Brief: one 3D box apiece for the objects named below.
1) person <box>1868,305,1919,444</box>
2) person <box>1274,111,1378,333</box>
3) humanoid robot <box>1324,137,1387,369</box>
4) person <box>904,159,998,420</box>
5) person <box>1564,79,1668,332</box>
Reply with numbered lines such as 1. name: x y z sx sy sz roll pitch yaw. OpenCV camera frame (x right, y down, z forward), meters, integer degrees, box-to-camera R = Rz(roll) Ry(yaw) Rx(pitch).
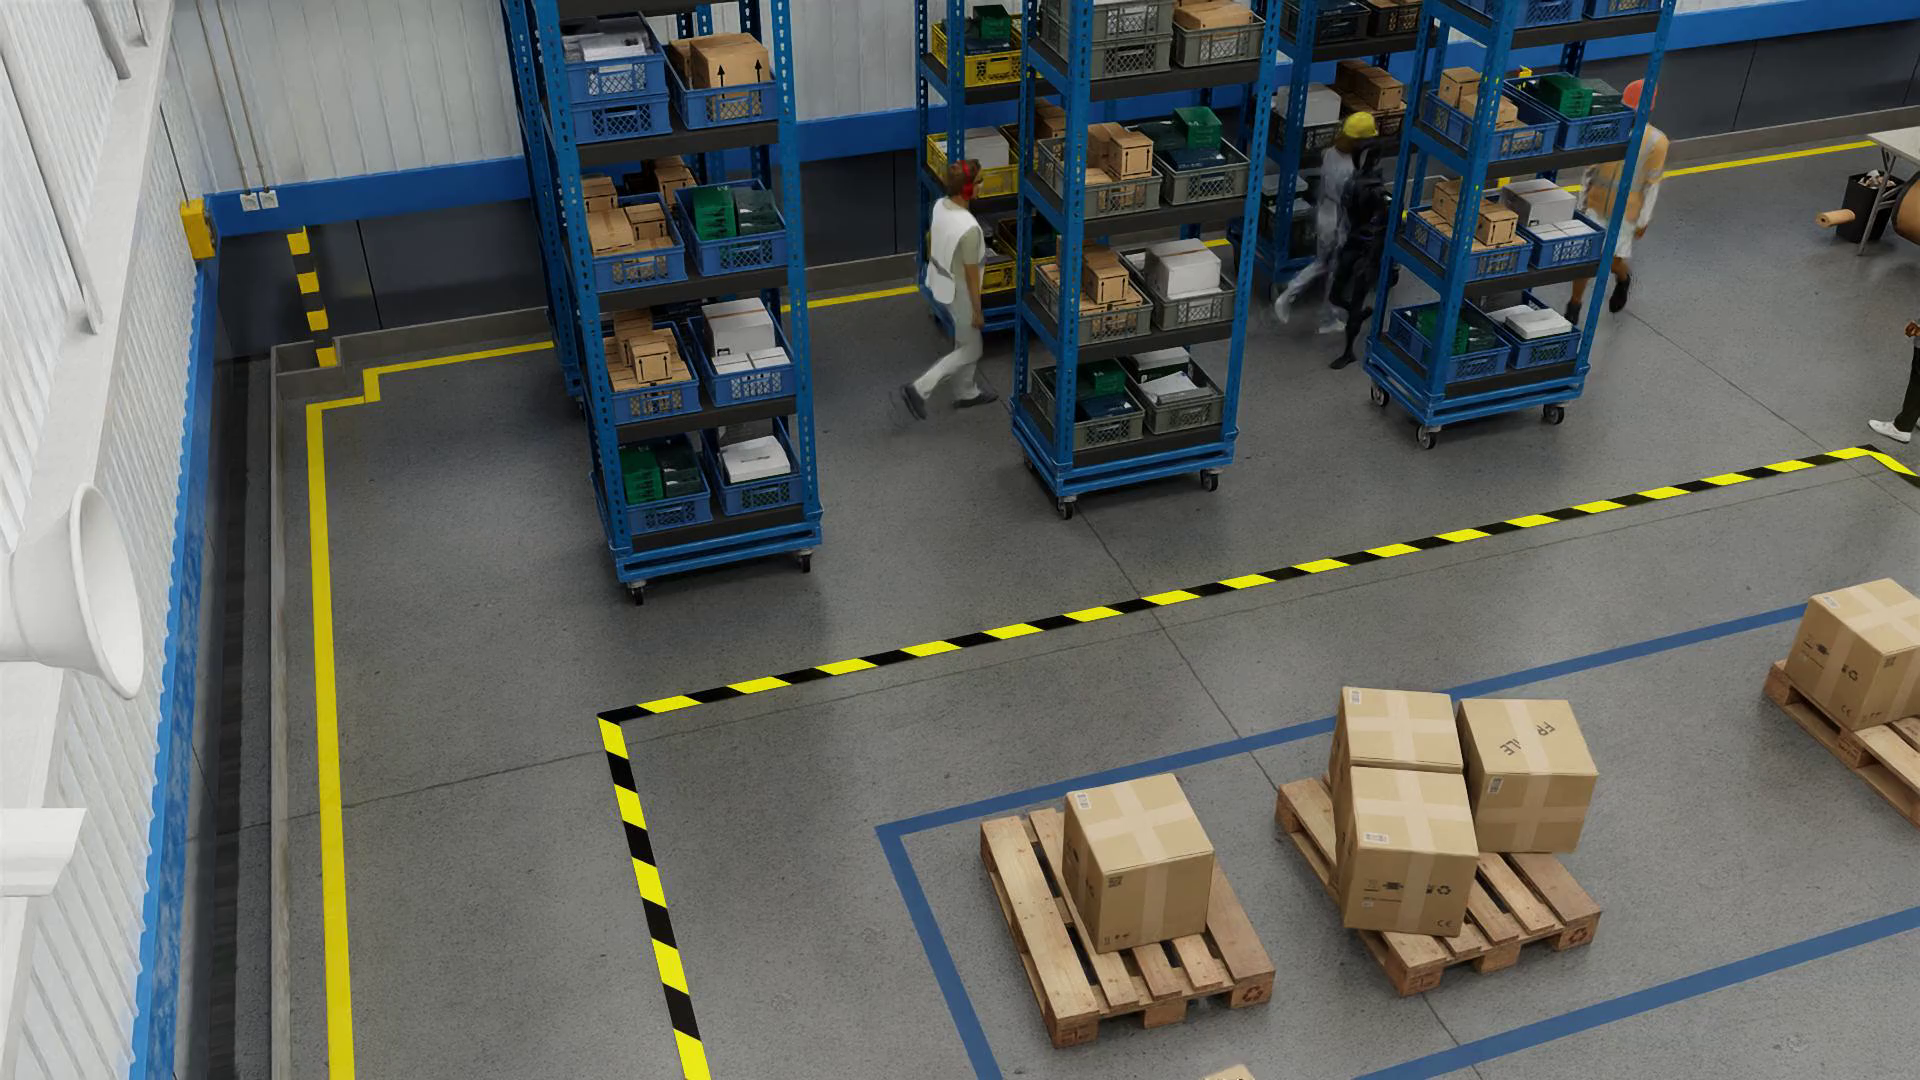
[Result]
1. person: 6.420 -1.487 10.790 0.588 1.852 0.371 -12 37 -16
2. person: 2.658 -2.248 11.977 0.526 1.727 0.489 -12 37 -17
3. humanoid robot: 2.874 -2.042 11.736 0.507 1.646 0.605 -12 37 -16
4. person: -0.049 -1.627 11.004 0.650 1.830 0.572 -12 37 -16
5. person: 4.758 -2.432 12.081 0.552 1.918 0.664 27 43 33
